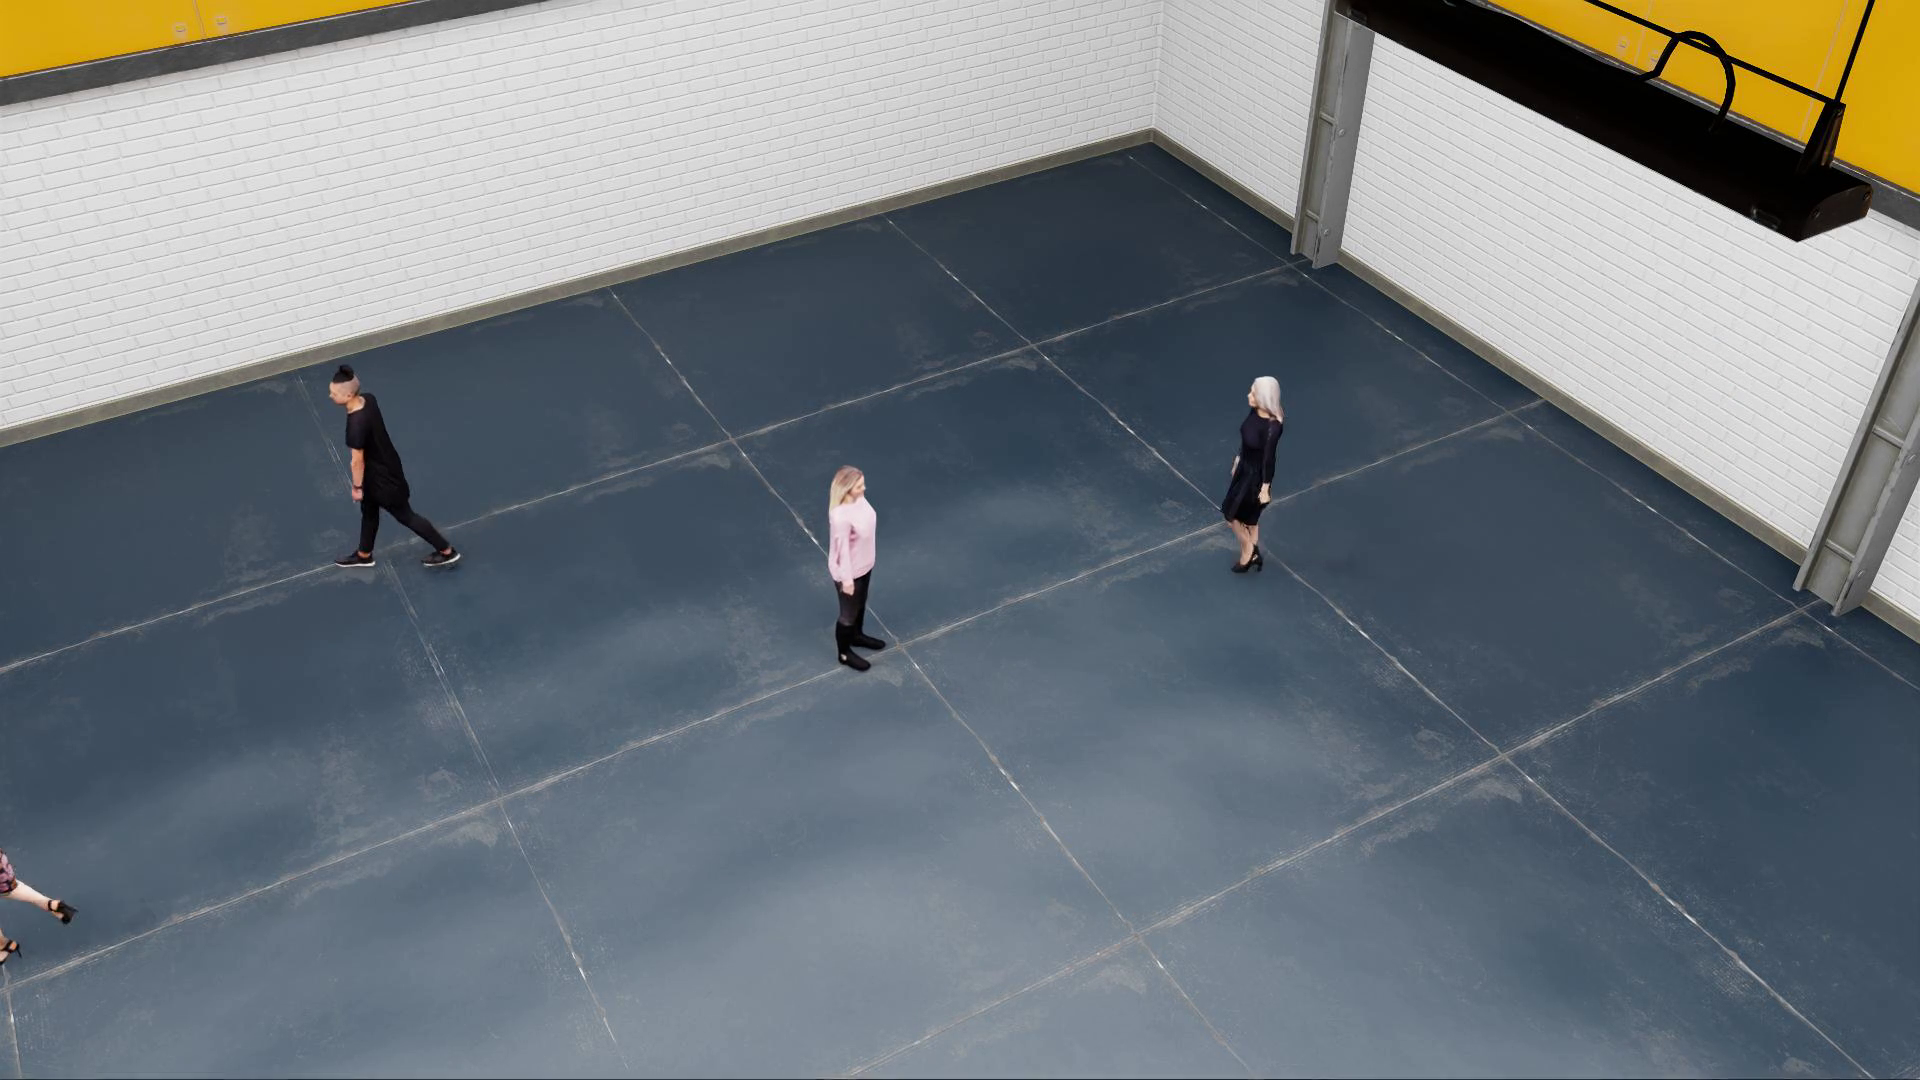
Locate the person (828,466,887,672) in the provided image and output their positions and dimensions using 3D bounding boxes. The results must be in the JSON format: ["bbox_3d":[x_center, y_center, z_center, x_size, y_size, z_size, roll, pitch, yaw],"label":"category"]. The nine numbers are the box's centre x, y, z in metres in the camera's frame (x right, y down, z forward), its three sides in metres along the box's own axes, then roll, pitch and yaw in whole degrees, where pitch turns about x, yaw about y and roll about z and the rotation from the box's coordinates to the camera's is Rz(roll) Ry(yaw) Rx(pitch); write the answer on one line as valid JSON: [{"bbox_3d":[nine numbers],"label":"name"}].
[{"bbox_3d":[-0.762,0.171,11.472,0.744,1.686,0.688,11,40,13],"label":"person"}]

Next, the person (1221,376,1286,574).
[{"bbox_3d":[2.237,-0.450,12.214,0.789,1.731,0.699,-6,39,-7],"label":"person"}]

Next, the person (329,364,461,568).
[{"bbox_3d":[-4.169,-0.494,12.194,0.953,1.824,1.171,-7,39,-9],"label":"person"}]
